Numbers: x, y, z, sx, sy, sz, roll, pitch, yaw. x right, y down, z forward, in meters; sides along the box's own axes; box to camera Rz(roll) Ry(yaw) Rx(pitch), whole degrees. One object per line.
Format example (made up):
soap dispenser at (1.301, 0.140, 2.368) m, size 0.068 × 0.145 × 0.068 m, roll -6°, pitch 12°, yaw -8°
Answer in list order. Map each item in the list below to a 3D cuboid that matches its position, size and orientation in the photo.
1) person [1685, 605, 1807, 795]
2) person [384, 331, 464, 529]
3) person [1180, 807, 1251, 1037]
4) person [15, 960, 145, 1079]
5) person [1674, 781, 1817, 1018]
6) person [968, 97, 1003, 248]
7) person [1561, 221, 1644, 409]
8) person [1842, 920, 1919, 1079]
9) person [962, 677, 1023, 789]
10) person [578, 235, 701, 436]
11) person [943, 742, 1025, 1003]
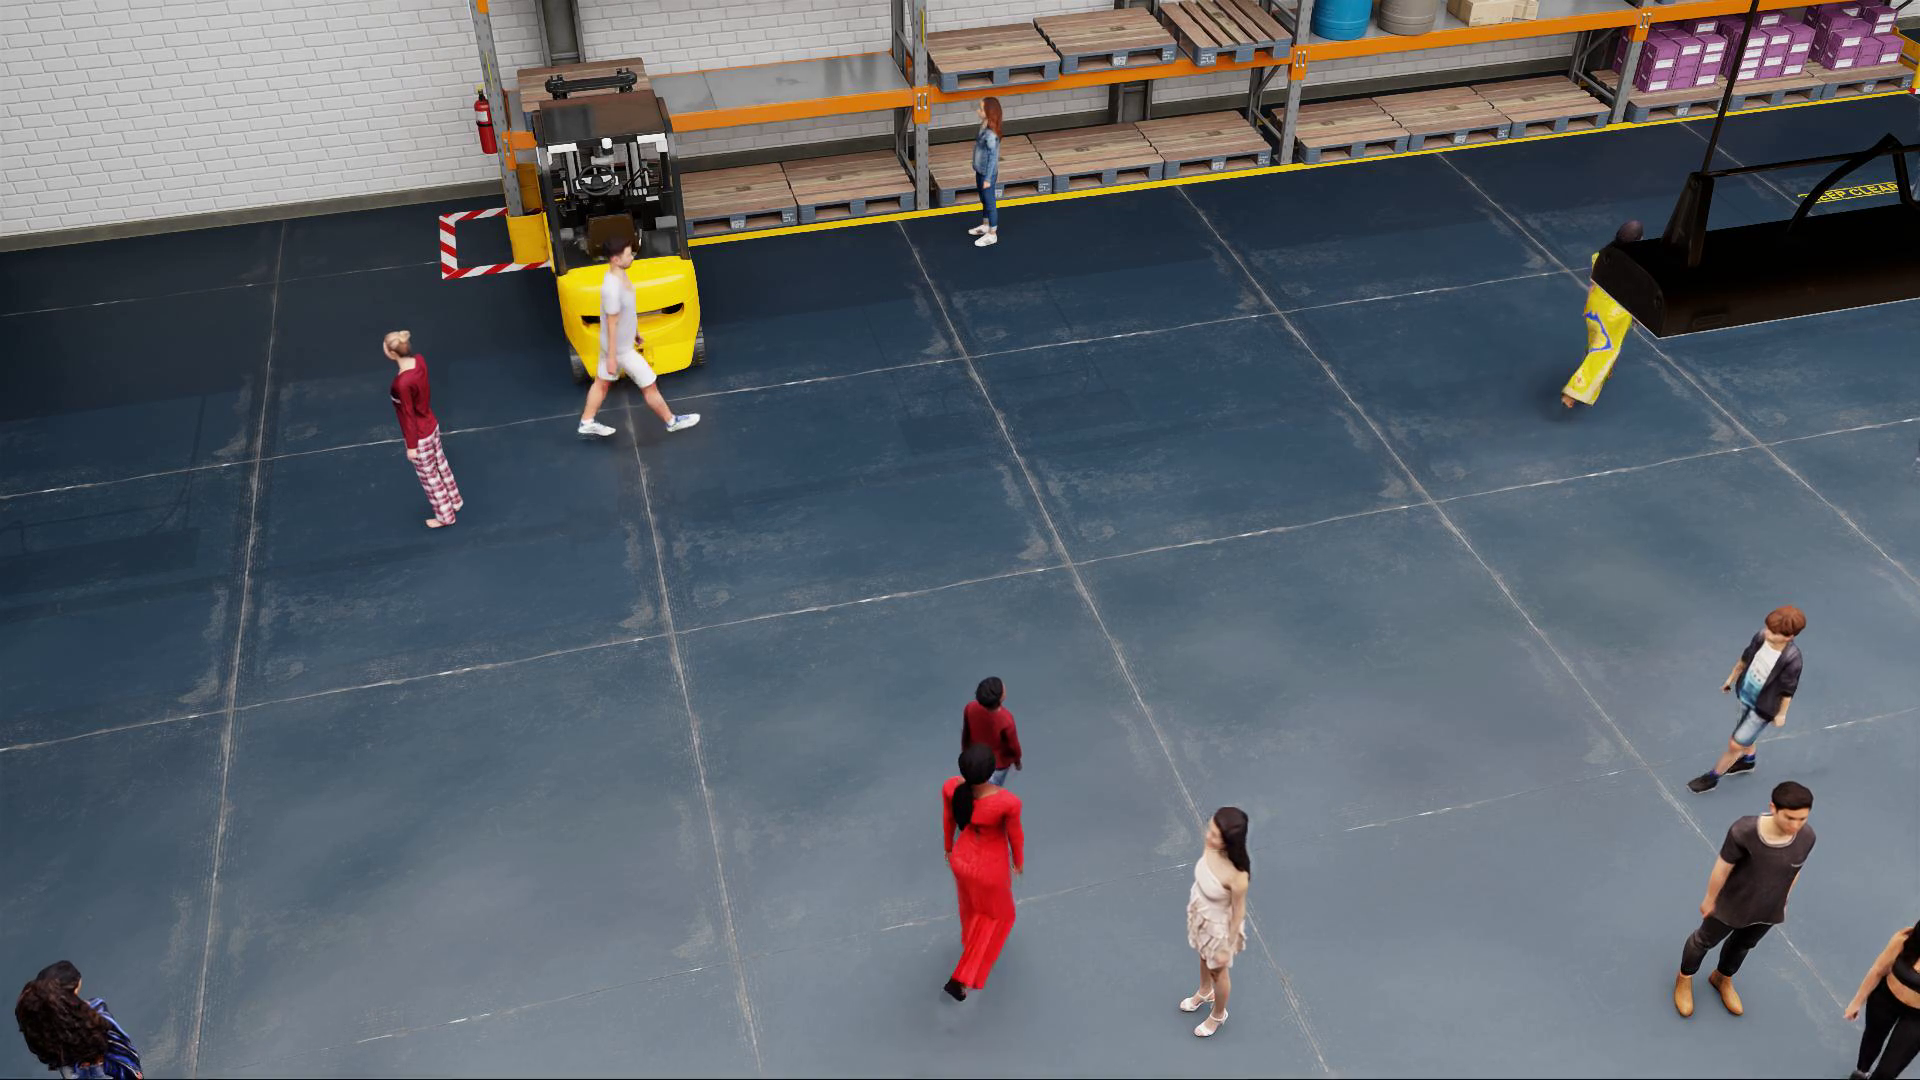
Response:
person at (5.051, 0.980, 10.389) m, size 0.789 × 1.426 × 0.549 m, roll -9°, pitch 39°, yaw -11°
person at (-4.038, -0.839, 12.446) m, size 0.604 × 1.703 × 0.677 m, roll 0°, pitch 39°, yaw 1°
person at (1.365, 2.034, 8.822) m, size 0.525 × 1.735 × 0.571 m, roll -11°, pitch 40°, yaw -14°
person at (-4.246, 2.663, 8.140) m, size 0.913 × 1.604 × 0.743 m, roll -4°, pitch 39°, yaw -5°
person at (4.255, 1.915, 8.985) m, size 0.578 × 1.717 × 0.737 m, roll 0°, pitch 39°, yaw 0°
person at (0.264, -3.567, 16.043) m, size 0.499 × 1.477 × 0.558 m, roll -9°, pitch 39°, yaw -11°
person at (5.341, -1.827, 13.756) m, size 1.279 × 1.621 × 1.004 m, roll -25°, pitch 45°, yaw -28°
person at (4.853, 2.346, 8.517) m, size 0.842 × 1.628 × 0.952 m, roll 28°, pitch 47°, yaw 31°
person at (0.152, 1.342, 10.082) m, size 0.628 × 1.244 × 0.686 m, roll 23°, pitch 44°, yaw 26°
person at (-2.817, -1.554, 13.276) m, size 1.264 × 1.784 × 0.815 m, roll -4°, pitch 39°, yaw -6°
person at (0.085, 1.825, 9.067) m, size 0.979 × 1.767 × 1.028 m, roll 18°, pitch 42°, yaw 21°
